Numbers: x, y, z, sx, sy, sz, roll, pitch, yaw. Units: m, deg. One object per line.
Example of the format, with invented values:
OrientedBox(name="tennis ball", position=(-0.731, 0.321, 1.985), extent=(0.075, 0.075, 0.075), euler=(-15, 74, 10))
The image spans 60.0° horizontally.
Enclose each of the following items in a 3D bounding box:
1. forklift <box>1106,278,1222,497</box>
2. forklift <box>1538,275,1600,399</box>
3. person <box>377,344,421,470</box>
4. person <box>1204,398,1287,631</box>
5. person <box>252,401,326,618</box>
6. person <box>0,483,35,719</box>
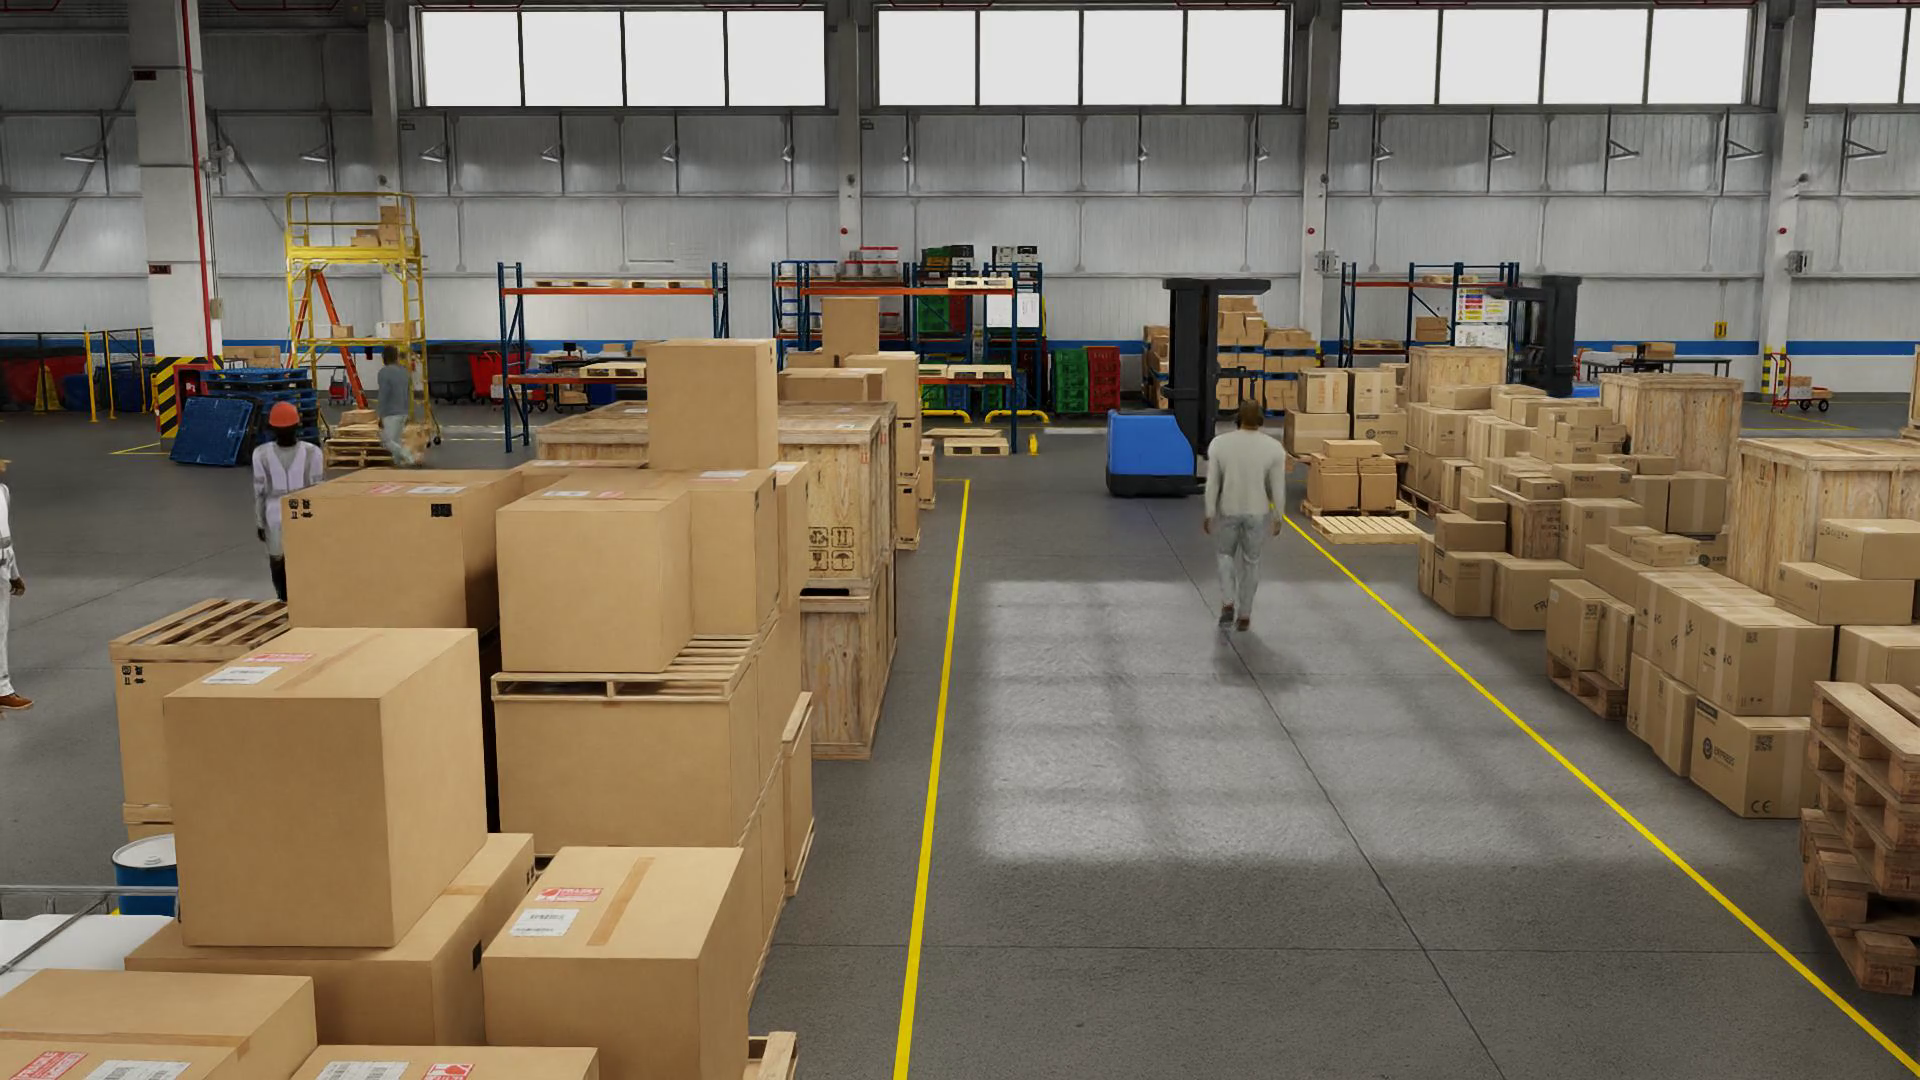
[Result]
OrientedBox(name="forklift", position=(2.884, -2.007, 21.659), extent=(1.873, 2.768, 1.129), euler=(0, 9, 1))
OrientedBox(name="forklift", position=(9.491, -2.809, 26.460), extent=(1.873, 2.768, 1.129), euler=(0, 9, 1))
OrientedBox(name="person", position=(-7.696, -1.710, 22.753), extent=(0.569, 1.919, 0.642), euler=(2, 10, 15))
OrientedBox(name="person", position=(2.372, -0.220, 13.815), extent=(0.665, 1.920, 0.567), euler=(2, 10, 12))
OrientedBox(name="person", position=(-5.435, -0.170, 13.519), extent=(0.562, 1.918, 0.475), euler=(-3, 10, -17))
OrientedBox(name="person", position=(-6.503, 0.254, 11.097), extent=(0.355, 1.883, 0.573), euler=(2, 10, 9))
